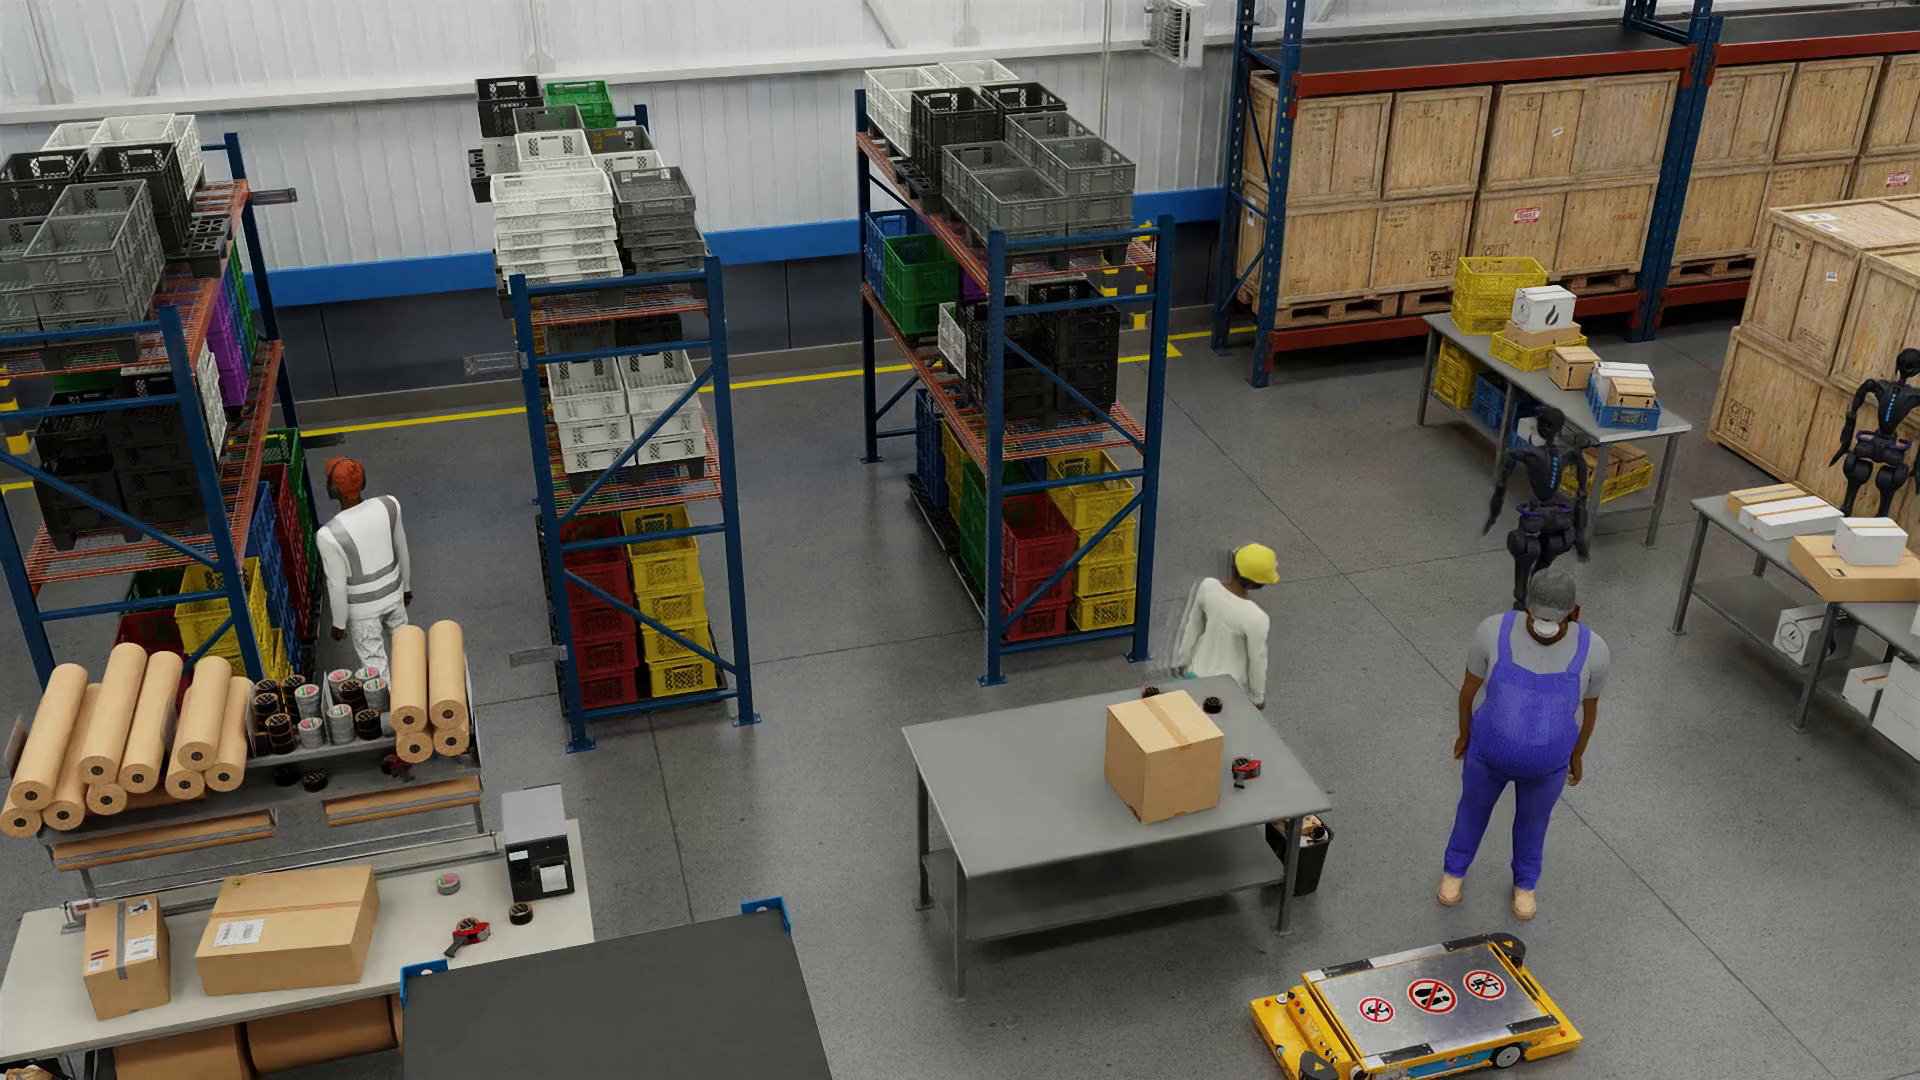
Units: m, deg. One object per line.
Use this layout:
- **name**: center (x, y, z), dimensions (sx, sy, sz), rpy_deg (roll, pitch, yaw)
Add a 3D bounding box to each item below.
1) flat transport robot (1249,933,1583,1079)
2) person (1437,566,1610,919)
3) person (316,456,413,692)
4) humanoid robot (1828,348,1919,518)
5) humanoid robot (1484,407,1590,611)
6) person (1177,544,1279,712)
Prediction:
- **flat transport robot**: center (2.184, 2.282, 7.980), dimensions (1.431, 0.197, 0.652), rpy_deg (-8, 30, -14)
- **person**: center (2.848, 1.041, 8.429), dimensions (0.674, 2.000, 0.536), rpy_deg (9, 30, 16)
- **person**: center (-3.472, 0.366, 9.820), dimensions (0.354, 1.883, 0.573), rpy_deg (17, 33, 28)
- **humanoid robot**: center (6.480, -0.573, 11.727), dimensions (0.611, 1.657, 0.315), rpy_deg (21, 35, 34)
- **humanoid robot**: center (3.783, -0.089, 10.880), dimensions (0.577, 1.640, 0.533), rpy_deg (-4, 29, -7)
- **person**: center (1.411, 0.736, 9.312), dimensions (0.371, 1.716, 0.720), rpy_deg (-24, 37, -36)
